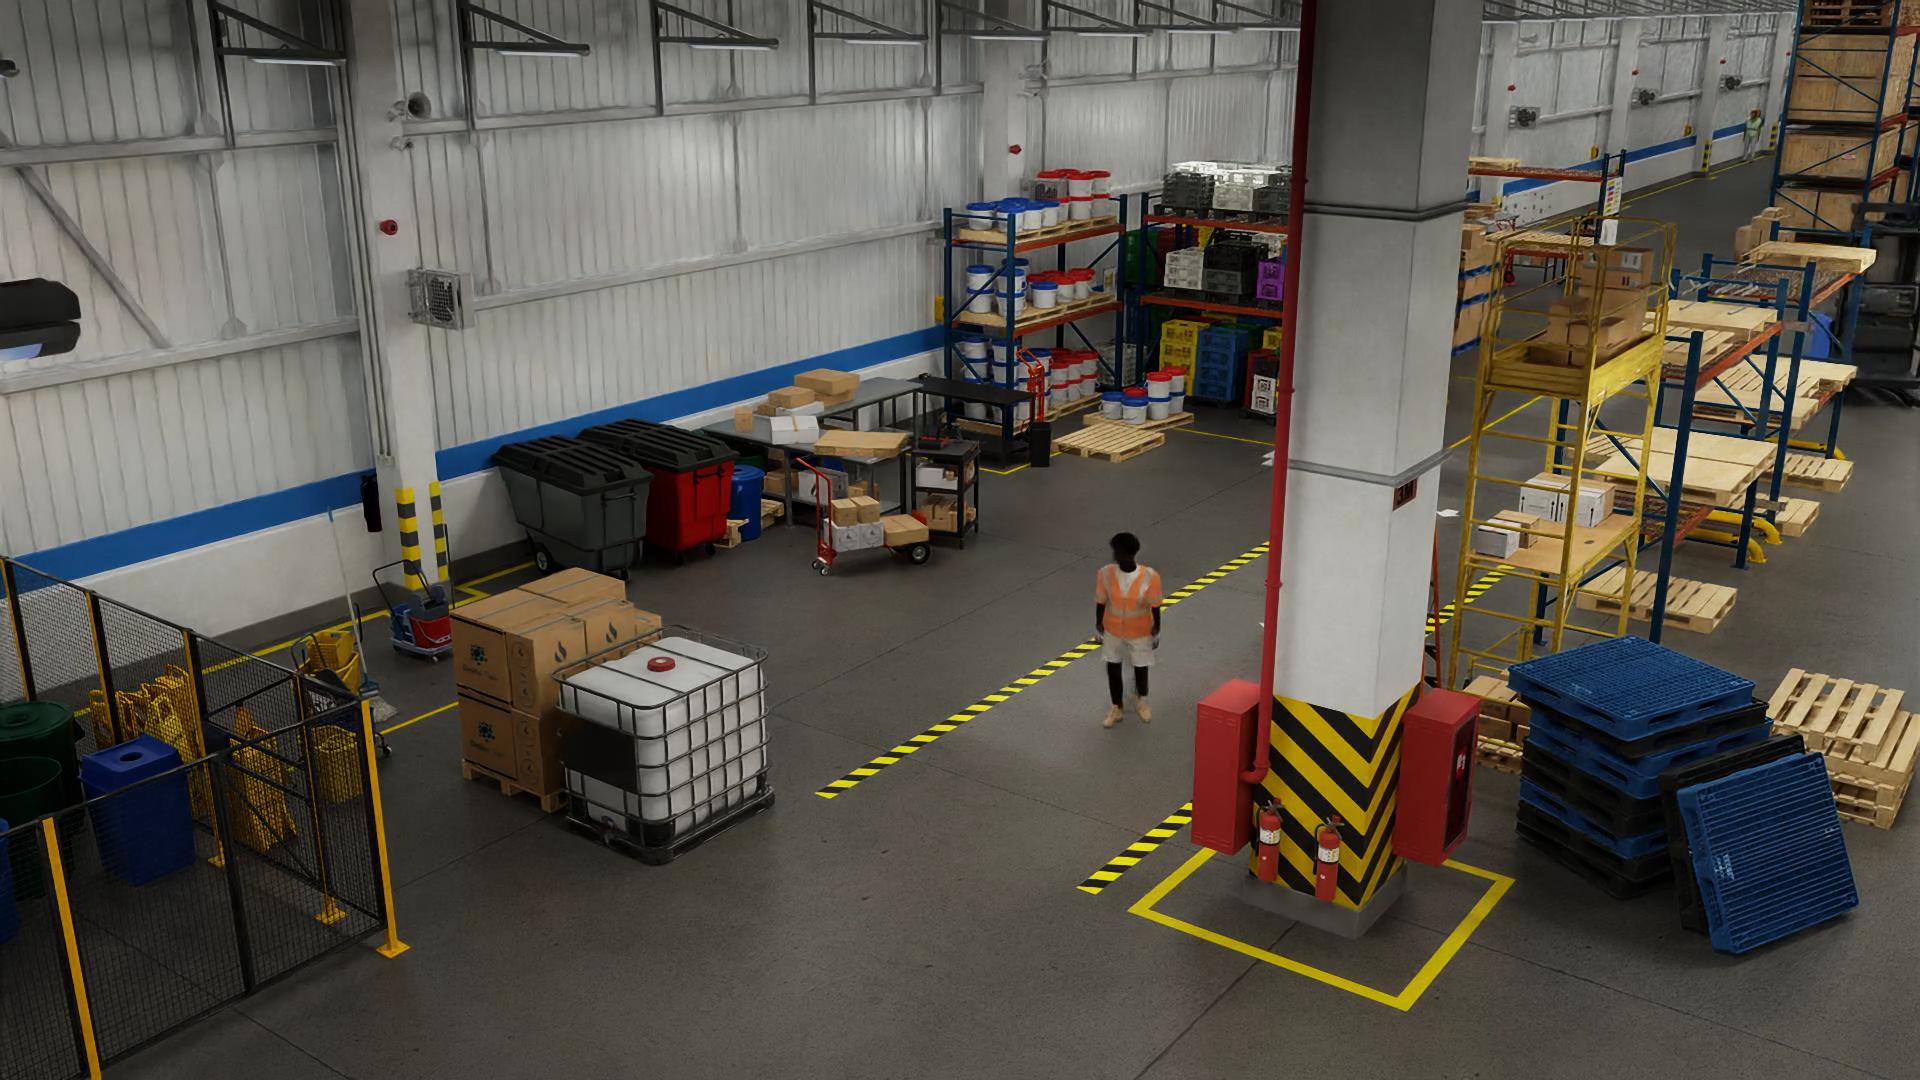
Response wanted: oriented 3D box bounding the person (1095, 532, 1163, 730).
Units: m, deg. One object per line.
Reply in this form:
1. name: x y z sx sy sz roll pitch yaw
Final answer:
1. person: 1.357 0.712 13.345 0.552 1.683 0.411 7 19 20

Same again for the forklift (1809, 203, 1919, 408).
1. forklift: 13.395 -3.513 24.369 1.129 2.768 1.873 4 18 12

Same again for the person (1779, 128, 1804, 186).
1. person: 25.399 -11.552 50.559 0.557 1.892 0.649 -4 18 -12

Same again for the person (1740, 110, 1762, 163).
1. person: 28.199 -14.359 59.221 0.394 1.839 0.563 -17 24 -41
